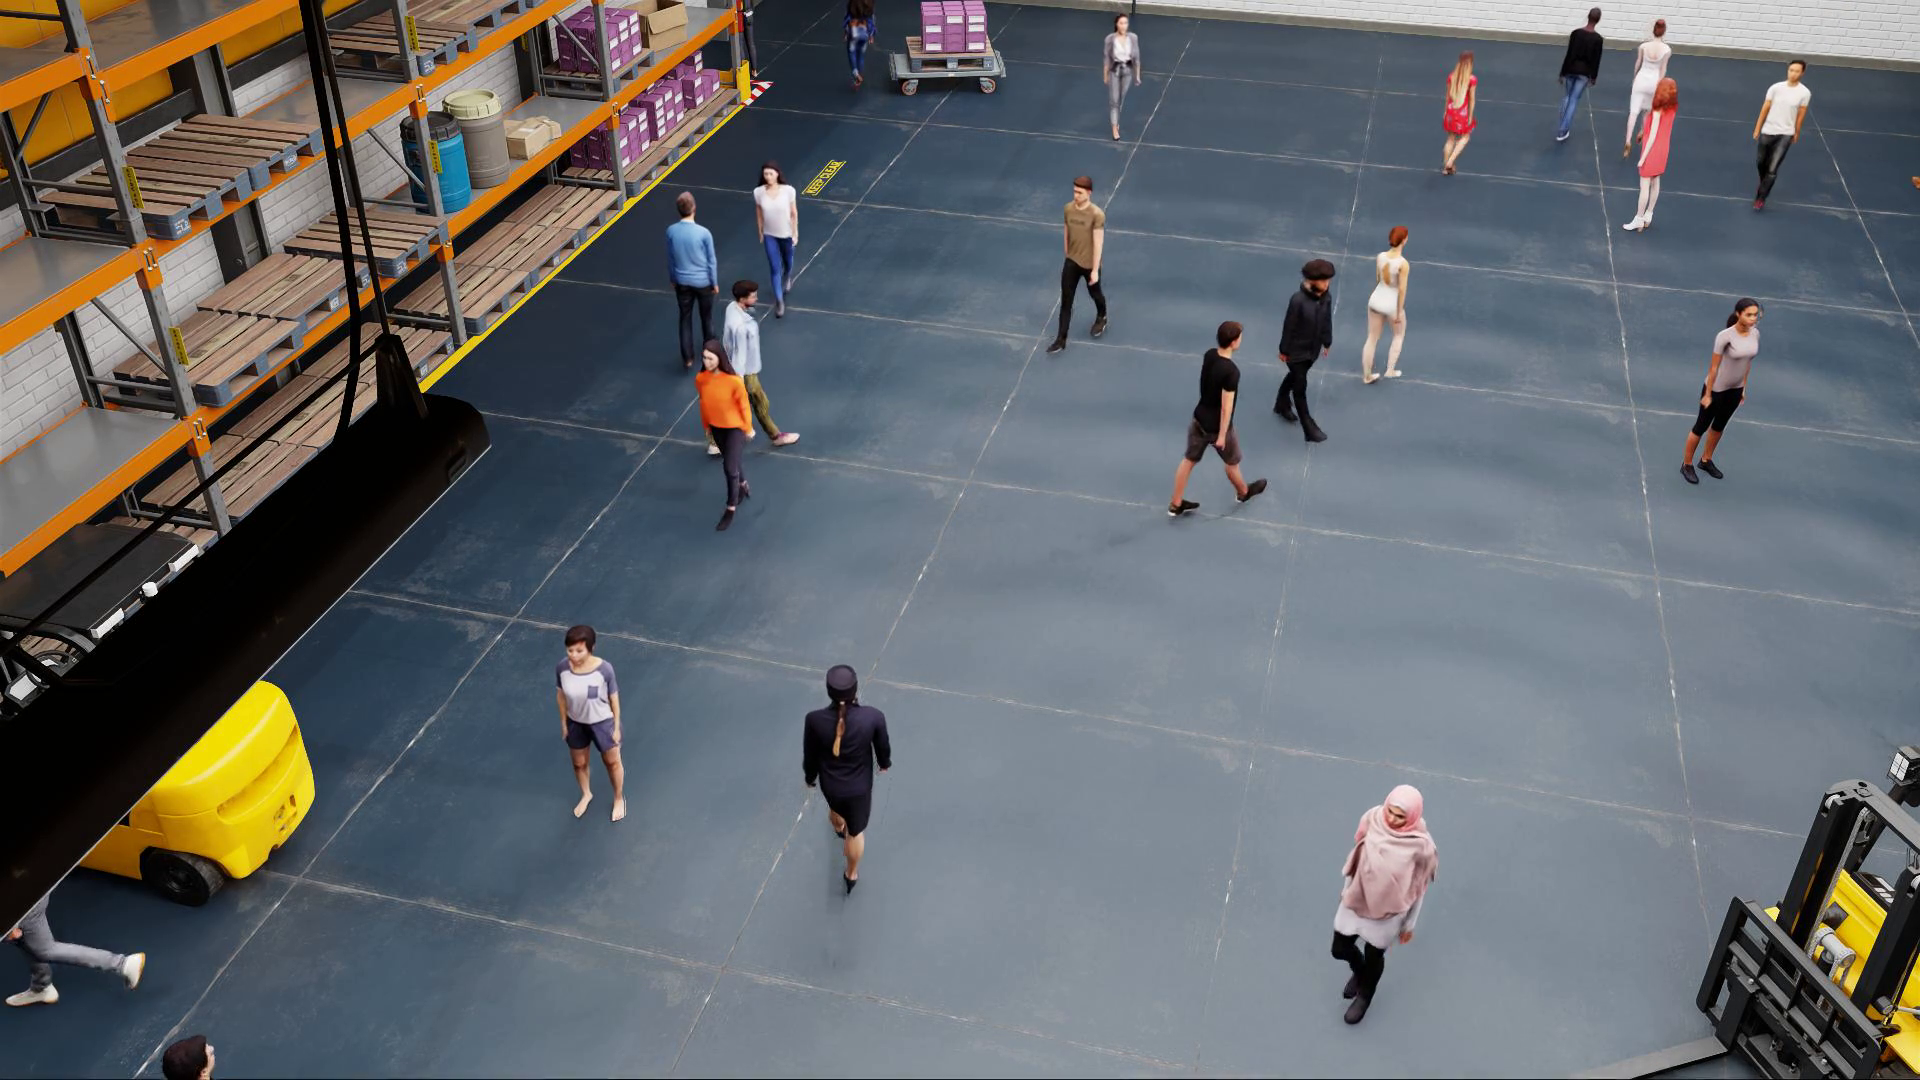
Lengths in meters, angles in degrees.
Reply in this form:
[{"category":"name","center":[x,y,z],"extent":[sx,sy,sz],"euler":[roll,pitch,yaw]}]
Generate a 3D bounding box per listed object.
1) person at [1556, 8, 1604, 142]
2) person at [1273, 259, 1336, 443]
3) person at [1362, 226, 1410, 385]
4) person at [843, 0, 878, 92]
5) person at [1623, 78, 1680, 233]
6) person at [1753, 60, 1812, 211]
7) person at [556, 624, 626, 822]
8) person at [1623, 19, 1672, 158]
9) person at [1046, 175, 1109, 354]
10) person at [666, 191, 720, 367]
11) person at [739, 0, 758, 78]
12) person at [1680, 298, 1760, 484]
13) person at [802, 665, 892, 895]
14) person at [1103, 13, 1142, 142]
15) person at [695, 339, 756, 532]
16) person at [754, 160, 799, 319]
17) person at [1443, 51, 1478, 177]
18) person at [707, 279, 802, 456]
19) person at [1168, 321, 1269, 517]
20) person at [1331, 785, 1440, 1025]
[{"category":"person","center":[8.165,-6.148,22.054],"extent":[0.758,1.731,0.822],"euler":[24,41,32]},{"category":"person","center":[3.163,-1.830,15.567],"extent":[1.103,1.720,1.154],"euler":[-18,38,-25]},{"category":"person","center":[4.124,-2.266,16.305],"extent":[0.752,1.630,0.688],"euler":[-29,43,-36]},{"category":"person","center":[-1.424,-7.153,23.679],"extent":[0.790,1.606,0.874],"euler":[-7,34,-11]},{"category":"person","center":[8.154,-4.518,19.516],"extent":[0.642,1.826,0.733],"euler":[-23,40,-31]},{"category":"person","center":[9.963,-4.962,20.228],"extent":[0.862,1.778,1.162],"euler":[19,38,26]},{"category":"person","center":[-2.472,1.198,11.151],"extent":[0.602,1.566,0.571],"euler":[3,34,4]},{"category":"person","center":[8.829,-5.796,21.504],"extent":[0.692,1.753,1.102],"euler":[15,37,22]},{"category":"person","center":[1.324,-2.850,17.018],"extent":[0.964,1.813,1.316],"euler":[21,39,28]},{"category":"person","center":[-2.684,-2.599,16.638],"extent":[0.690,1.815,0.801],"euler":[5,34,8]},{"category":"person","center":[-3.176,-7.621,24.237],"extent":[0.750,1.768,0.610],"euler":[25,41,32]},{"category":"person","center":[6.798,-1.350,14.821],"extent":[0.693,1.748,0.716],"euler":[-11,35,-15]},{"category":"person","center":[-0.721,1.572,10.514],"extent":[0.870,1.648,1.035],"euler":[0,34,-1]},{"category":"person","center":[2.123,-6.217,22.243],"extent":[0.910,1.637,1.127],"euler":[-6,34,-9]},{"category":"person","center":[-1.950,-0.976,14.288],"extent":[0.738,1.715,0.980],"euler":[15,37,22]},{"category":"person","center":[-1.931,-3.272,17.803],"extent":[0.850,1.646,1.183],"euler":[-3,34,-5]},{"category":"person","center":[6.248,-5.349,20.984],"extent":[0.722,1.584,0.791],"euler":[28,43,36]},{"category":"person","center":[-2.063,-1.509,15.050],"extent":[1.157,1.758,1.197],"euler":[-10,35,-14]},{"category":"person","center":[2.082,-0.988,14.223],"extent":[1.231,1.806,1.202],"euler":[-16,37,-22]},{"category":"person","center":[2.465,2.066,9.640],"extent":[0.770,1.793,0.793],"euler":[24,40,31]}]
